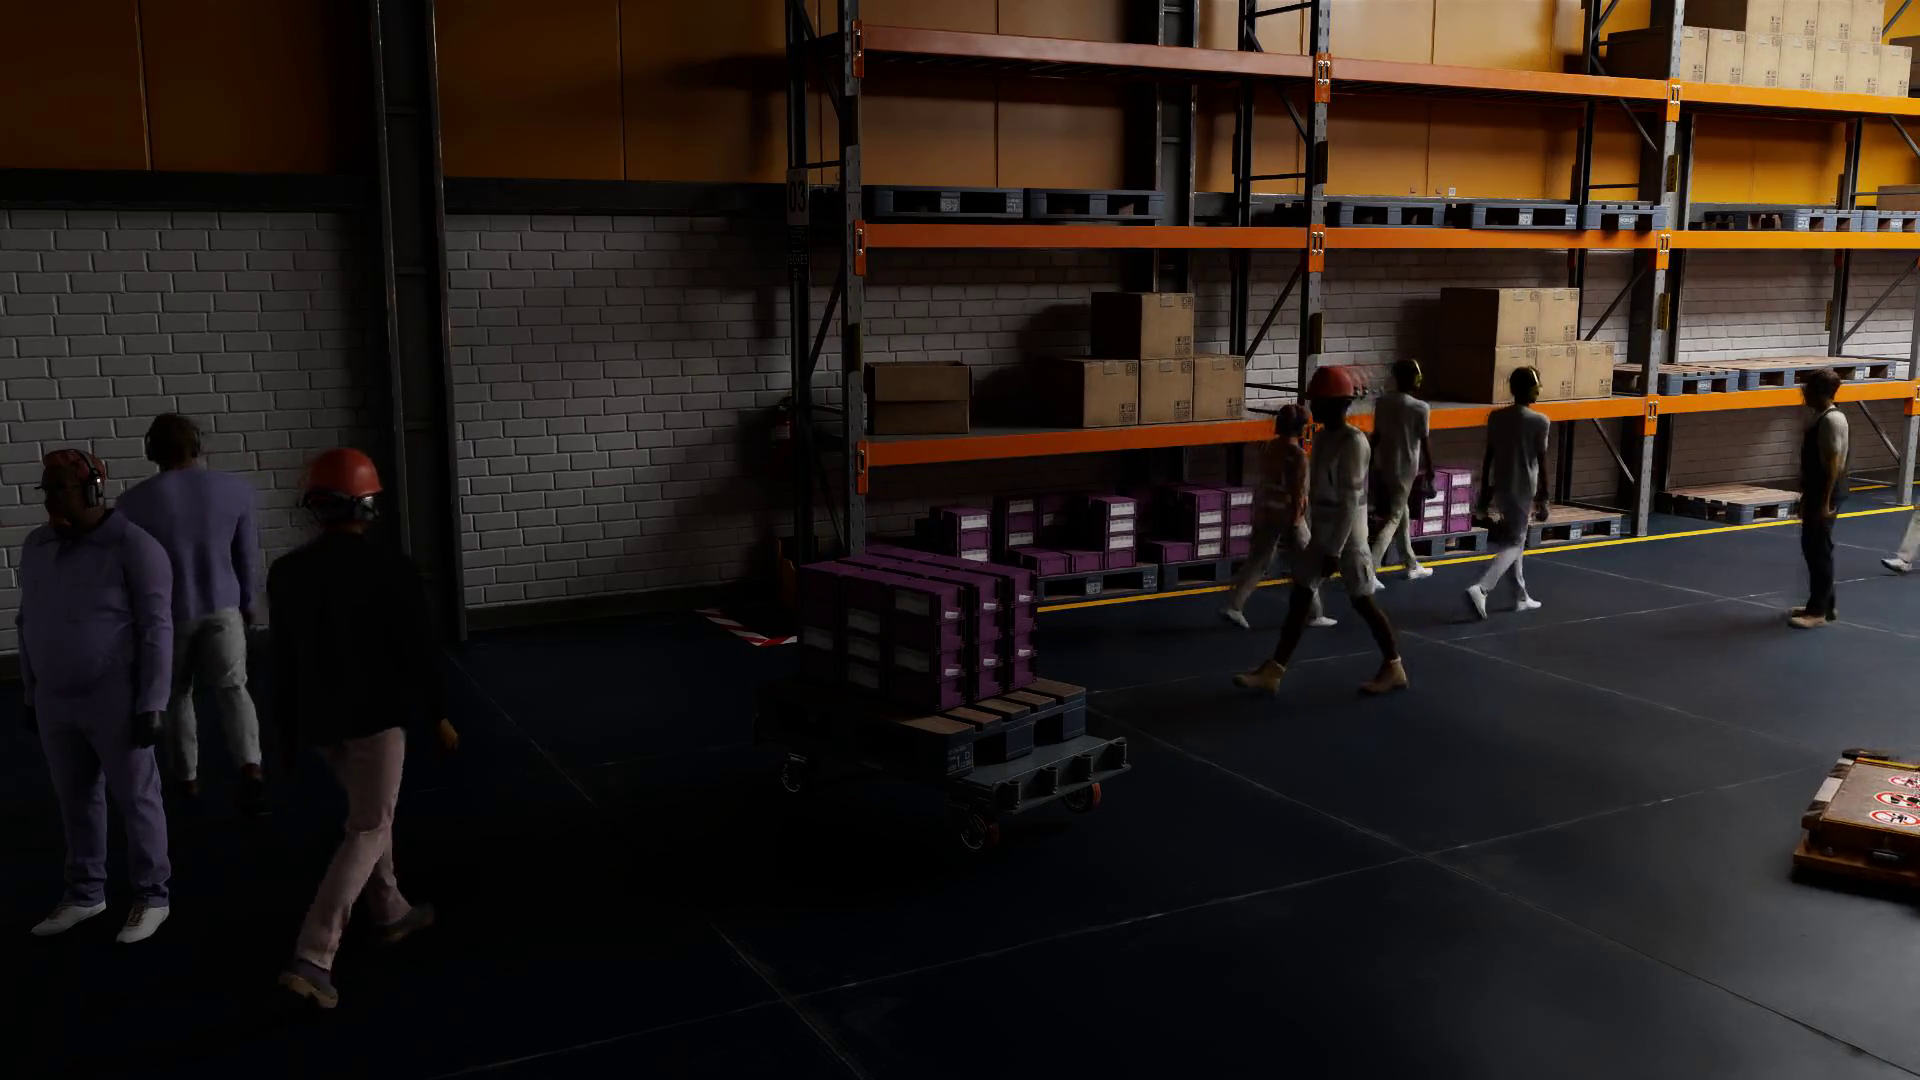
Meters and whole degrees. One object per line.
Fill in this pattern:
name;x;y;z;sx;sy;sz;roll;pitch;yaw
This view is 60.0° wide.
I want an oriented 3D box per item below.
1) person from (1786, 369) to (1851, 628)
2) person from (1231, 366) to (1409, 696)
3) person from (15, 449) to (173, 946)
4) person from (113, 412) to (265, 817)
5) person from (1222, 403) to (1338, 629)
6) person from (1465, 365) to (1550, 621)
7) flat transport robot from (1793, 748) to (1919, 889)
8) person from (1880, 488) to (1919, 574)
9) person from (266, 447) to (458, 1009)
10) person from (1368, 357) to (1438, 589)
person;6.109;-0.283;11.751;0.426;1.814;0.594;3;10;15
person;2.199;-0.032;9.808;1.098;1.984;0.625;-2;10;-13
person;-3.330;0.600;6.369;0.639;1.911;0.406;2;10;13
person;-3.592;0.351;7.828;0.629;1.912;0.941;-7;12;-35
person;2.232;-0.158;11.612;0.831;1.603;0.521;-4;11;-21
person;3.976;-0.341;12.013;0.860;1.842;0.518;-7;12;-35
flat transport robot;4.214;1.232;7.439;0.652;0.197;1.431;7;12;35
person;7.922;-0.487;13.474;0.807;1.599;0.541;-4;11;-21
person;-2.209;0.649;5.969;0.613;1.958;0.956;3;10;18
person;3.463;-0.524;13.141;0.989;1.814;0.554;-7;12;-35
